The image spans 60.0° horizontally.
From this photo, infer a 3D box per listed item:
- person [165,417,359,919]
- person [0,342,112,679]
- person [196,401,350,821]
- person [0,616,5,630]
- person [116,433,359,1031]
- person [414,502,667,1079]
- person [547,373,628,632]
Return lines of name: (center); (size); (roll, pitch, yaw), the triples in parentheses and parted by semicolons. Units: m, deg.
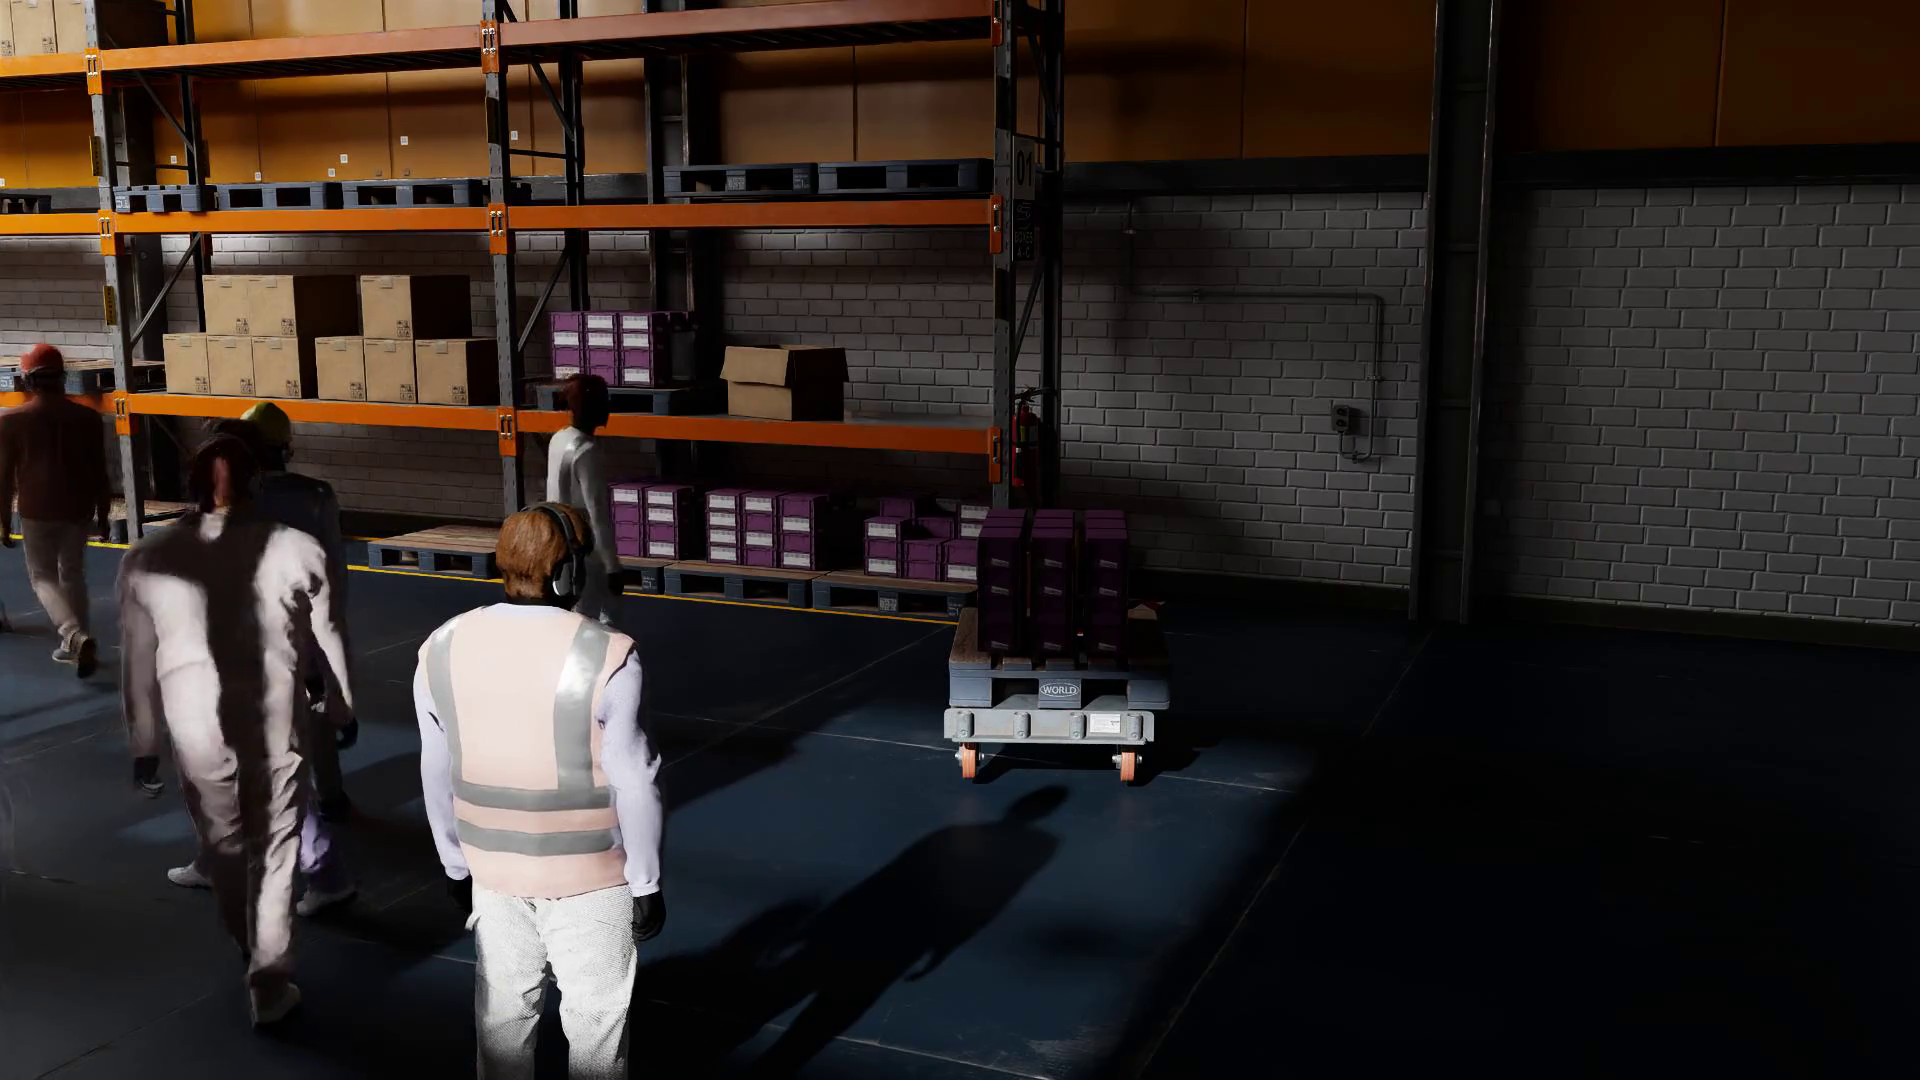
person: (-2.646, 0.473, 6.189); (0.969, 1.866, 0.654); (3, 10, 17)
person: (-5.256, -0.165, 9.718); (0.864, 1.973, 0.617); (8, 12, 39)
person: (-2.932, 0.324, 7.152); (0.588, 1.835, 0.404); (-3, 10, -17)
person: (-6.689, -0.184, 10.742); (0.864, 1.633, 0.583); (-3, 10, -17)
person: (-2.331, 0.581, 5.485); (0.664, 1.870, 0.917); (-2, 10, -11)
person: (-1.013, 0.818, 4.168); (0.637, 1.842, 0.429); (3, 10, 16)
person: (-1.854, 0.076, 8.544); (0.599, 1.862, 0.603); (-5, 11, -26)
